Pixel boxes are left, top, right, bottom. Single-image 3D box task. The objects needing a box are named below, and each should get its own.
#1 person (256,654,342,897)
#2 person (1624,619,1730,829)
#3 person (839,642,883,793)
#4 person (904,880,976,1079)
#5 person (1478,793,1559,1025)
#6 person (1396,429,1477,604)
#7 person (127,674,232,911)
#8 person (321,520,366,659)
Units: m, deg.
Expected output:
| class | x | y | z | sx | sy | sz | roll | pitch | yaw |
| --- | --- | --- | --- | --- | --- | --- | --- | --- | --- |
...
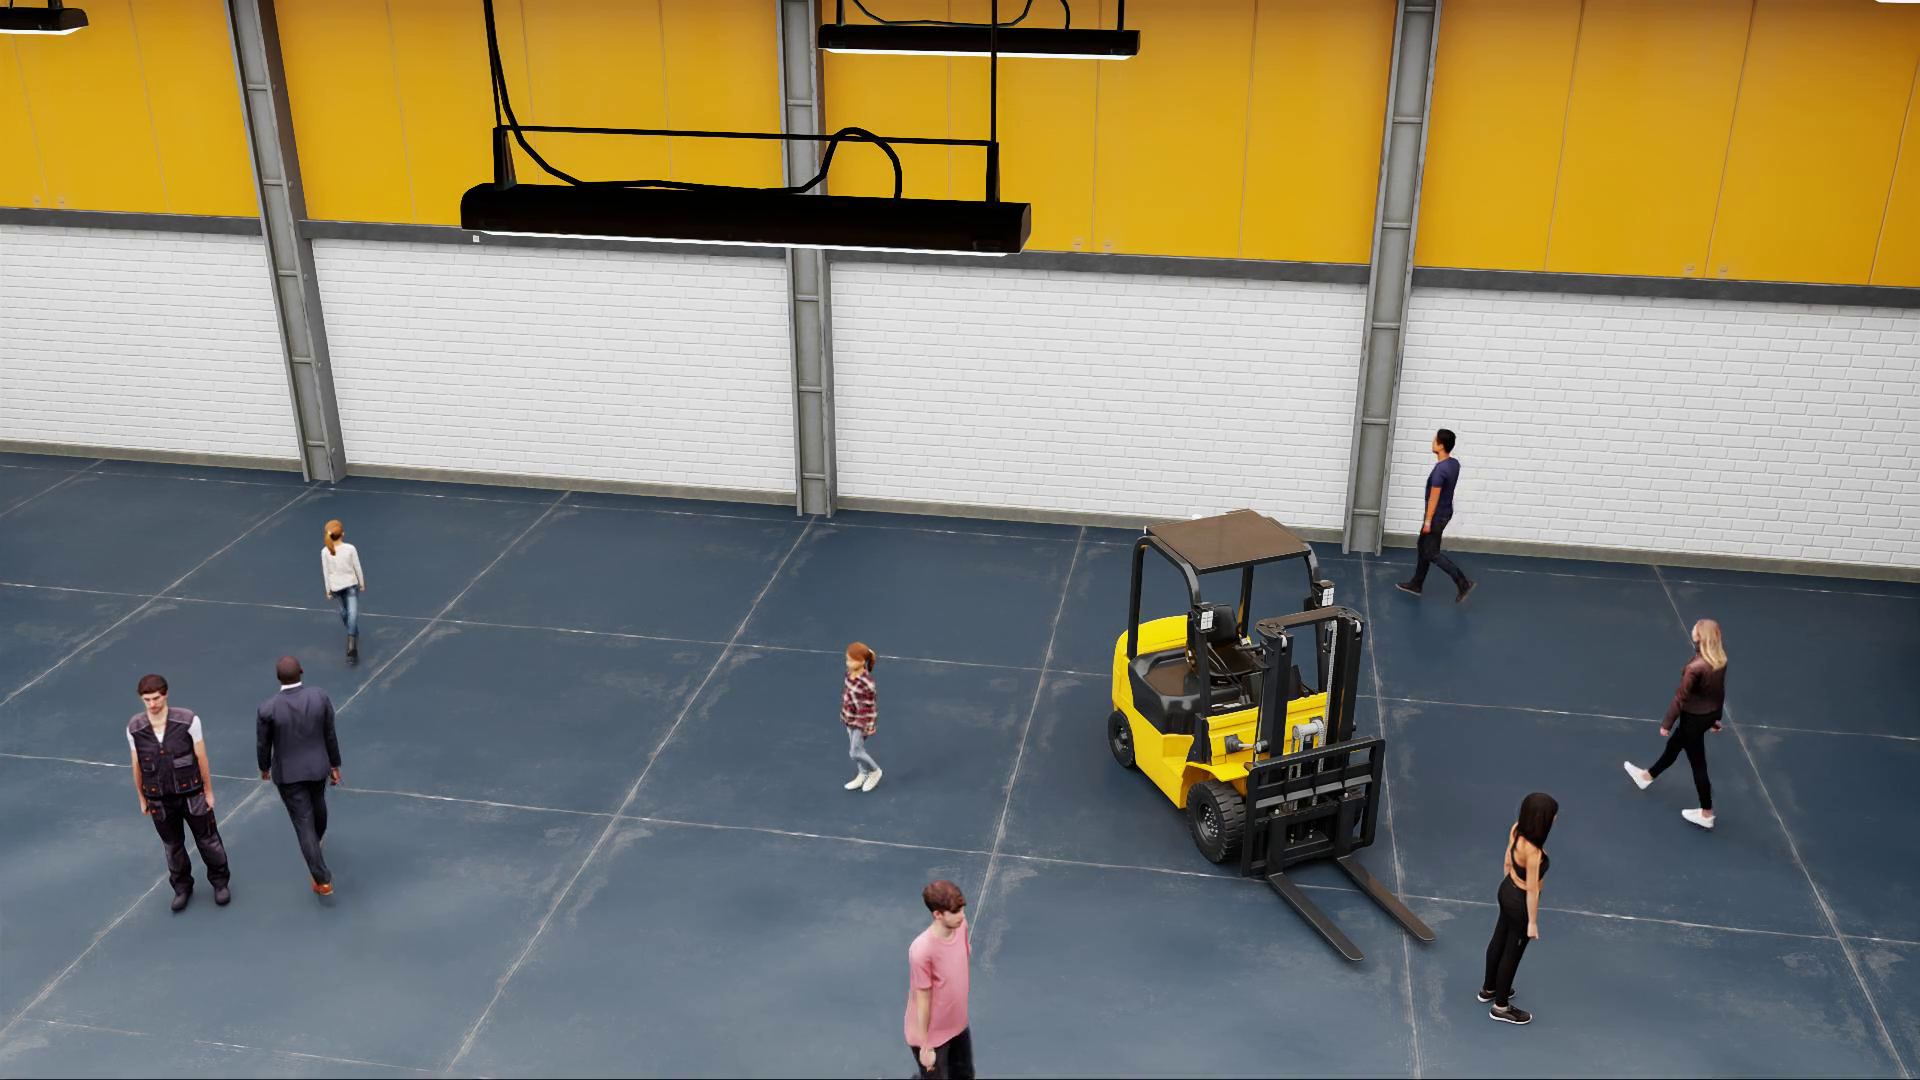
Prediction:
| class | x | y | z | sx | sy | sz | roll | pitch | yaw |
| --- | --- | --- | --- | --- | --- | --- | --- | --- | --- |
| person | -4.693 | 1.701 | 11.904 | 1.179 | 1.790 | 1.274 | -17 | 29 | -34 |
| person | 5.681 | 1.433 | 12.677 | 1.057 | 1.662 | 1.144 | -17 | 29 | -34 |
| person | -0.752 | 1.390 | 13.228 | 0.680 | 1.299 | 0.623 | -15 | 28 | -30 |
| person | -0.193 | 2.715 | 9.393 | 0.982 | 1.943 | 0.845 | 16 | 28 | 32 |
| person | 3.568 | 2.327 | 10.657 | 0.569 | 1.641 | 0.617 | -2 | 24 | -4 |
| person | 4.749 | -0.206 | 16.291 | 1.120 | 1.771 | 0.884 | 14 | 27 | 29 |
| person | -5.508 | 1.756 | 11.709 | 0.660 | 1.846 | 0.788 | -6 | 24 | -13 |
| person | -5.684 | 0.471 | 15.341 | 0.920 | 1.291 | 0.789 | -5 | 24 | -12 |
